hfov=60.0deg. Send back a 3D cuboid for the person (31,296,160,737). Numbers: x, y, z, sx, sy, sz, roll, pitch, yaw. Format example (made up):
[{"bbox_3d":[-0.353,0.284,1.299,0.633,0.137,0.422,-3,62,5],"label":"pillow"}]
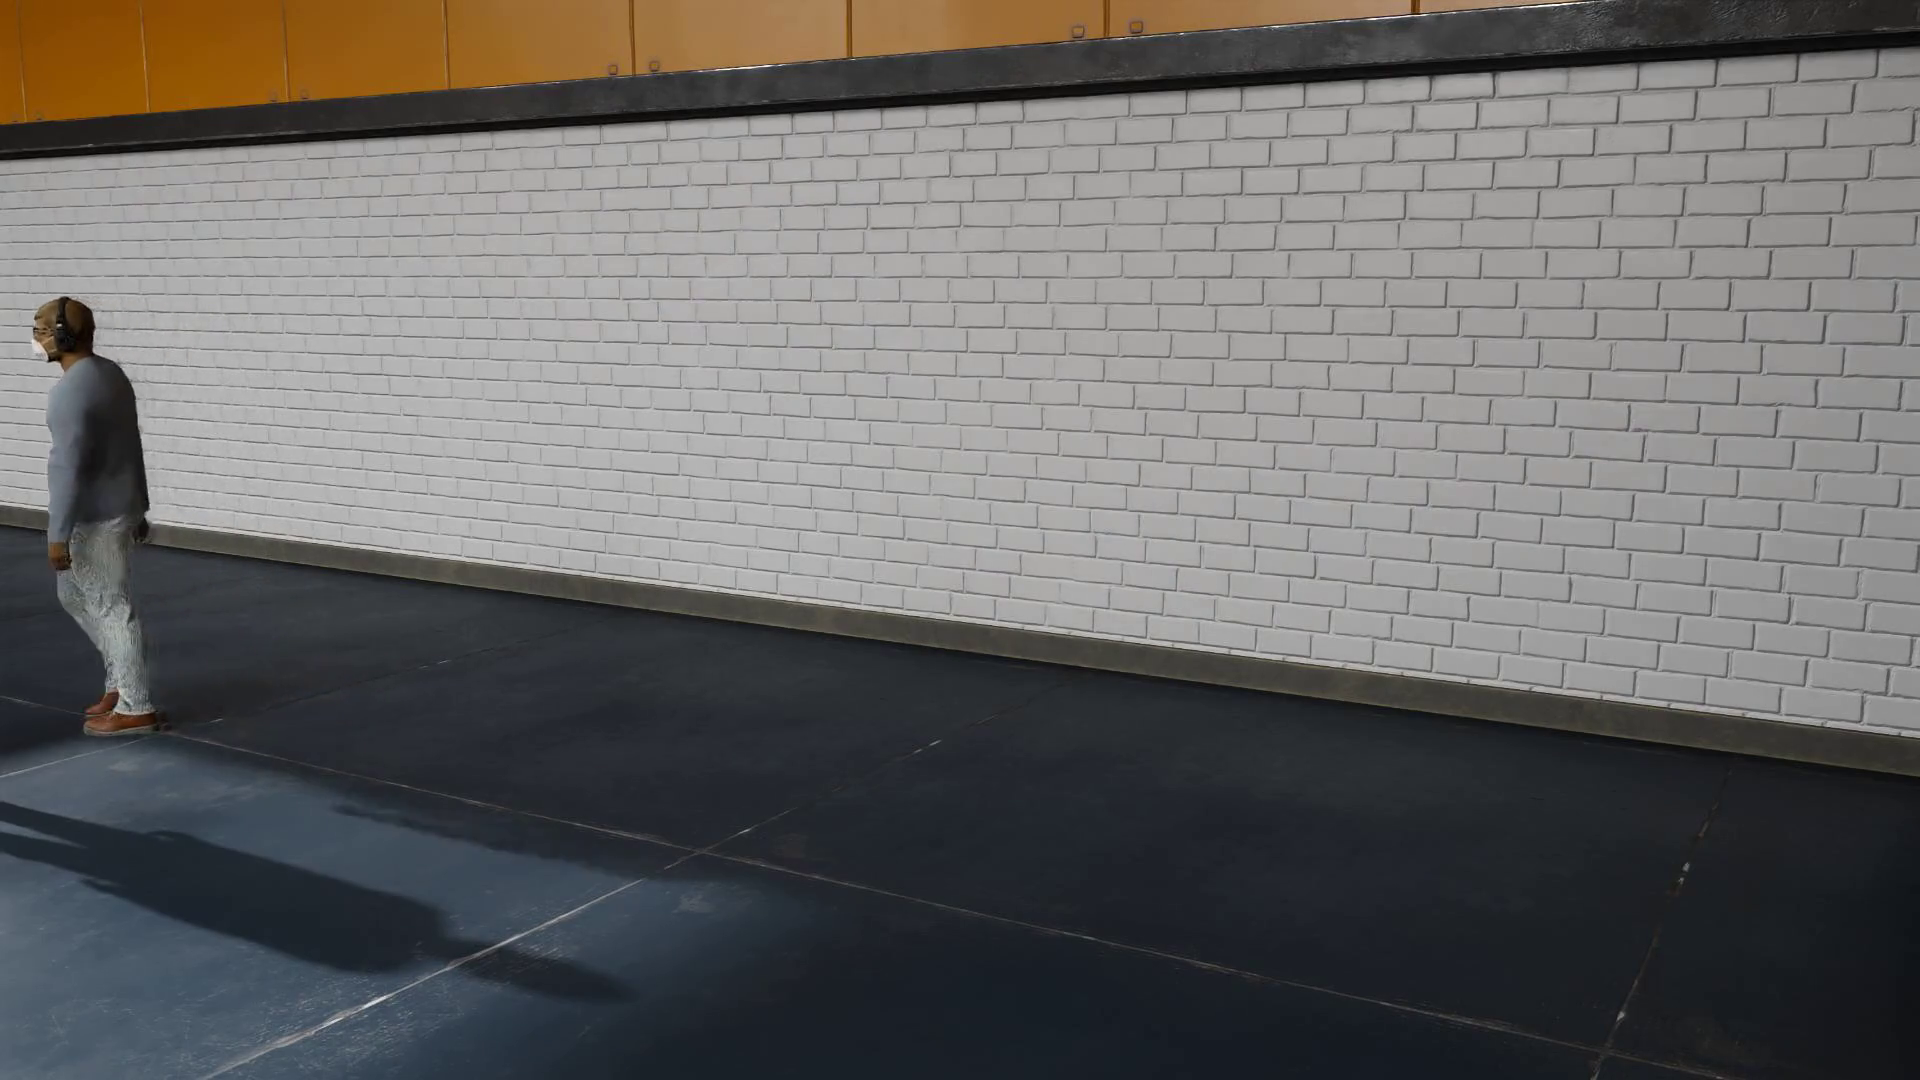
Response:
[{"bbox_3d":[-3.769,-0.085,7.212,0.512,1.921,0.656,-2,9,-10],"label":"person"}]
